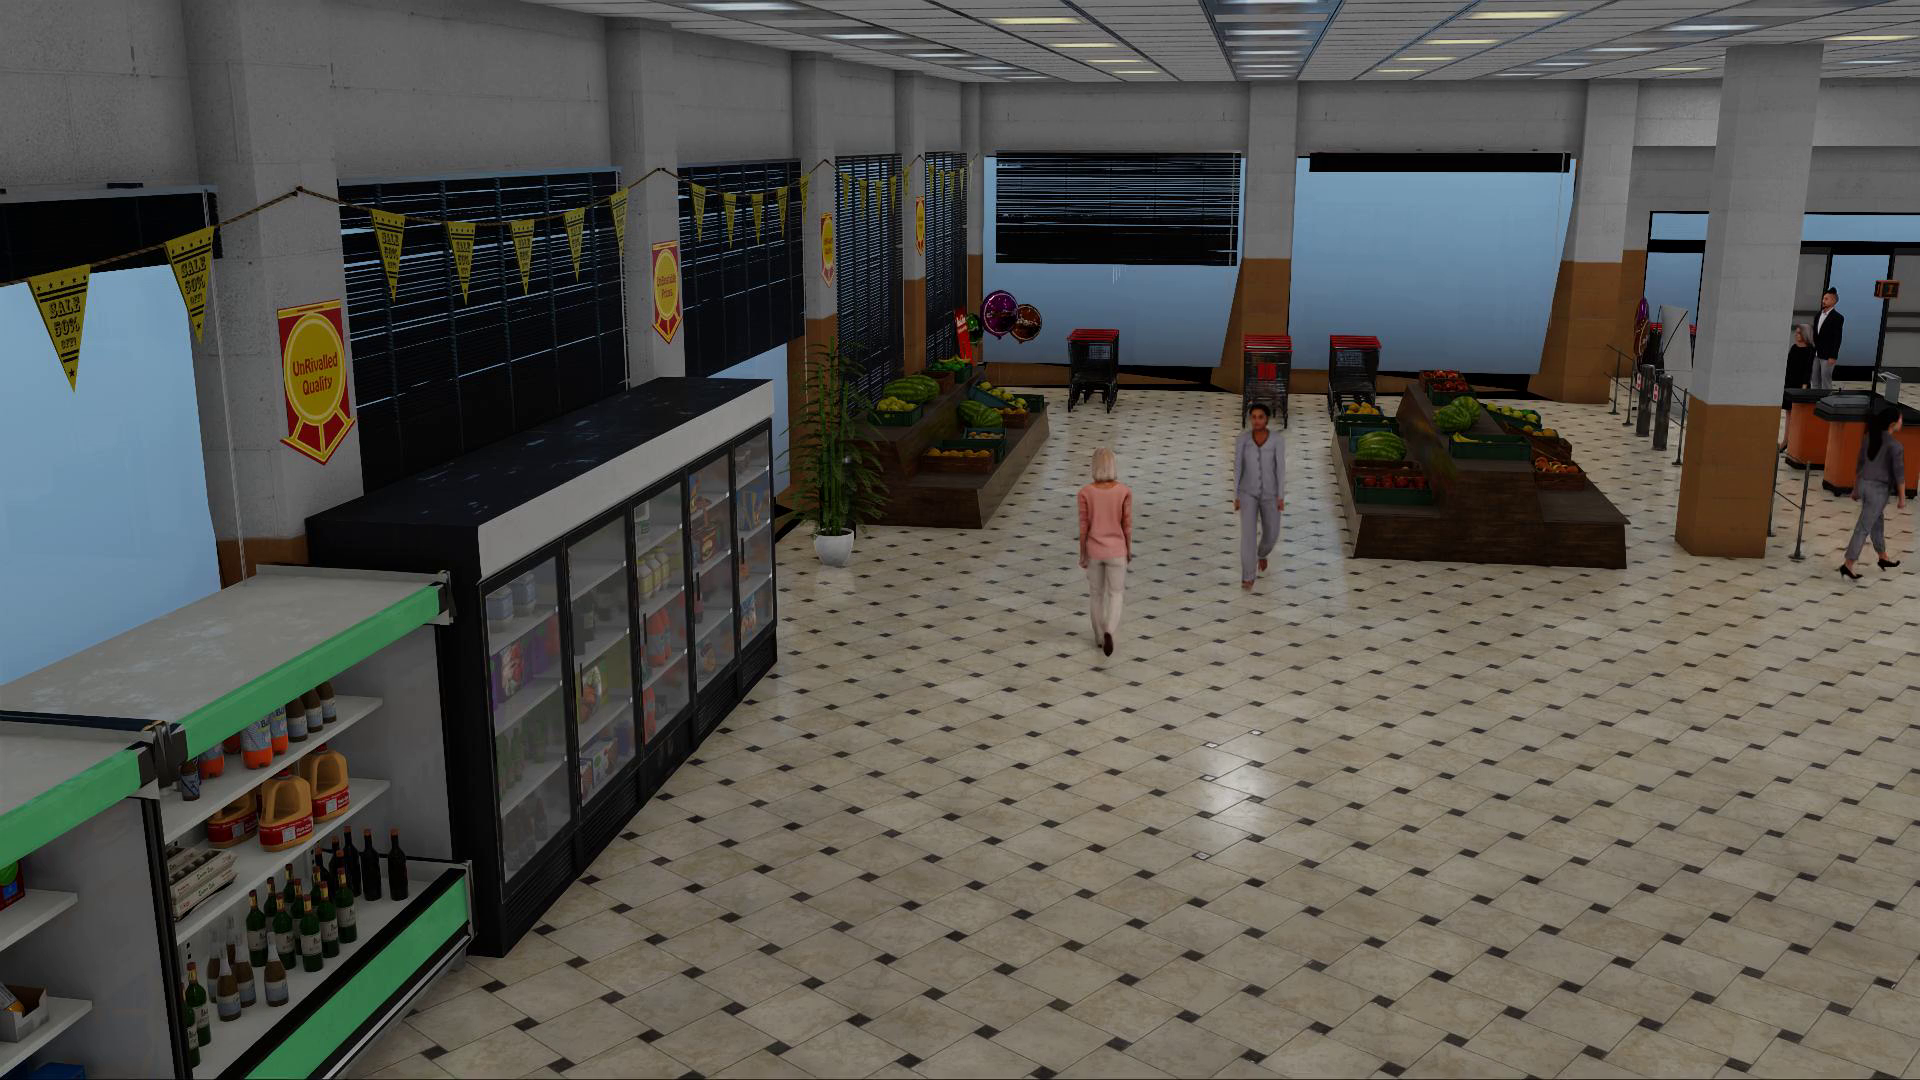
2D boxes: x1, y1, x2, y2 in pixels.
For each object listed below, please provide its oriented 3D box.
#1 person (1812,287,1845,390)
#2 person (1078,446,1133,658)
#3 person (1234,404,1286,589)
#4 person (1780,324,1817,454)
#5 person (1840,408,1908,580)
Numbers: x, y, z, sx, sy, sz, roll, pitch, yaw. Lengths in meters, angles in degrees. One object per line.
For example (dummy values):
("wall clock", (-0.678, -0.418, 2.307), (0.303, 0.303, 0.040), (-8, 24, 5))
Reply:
("person", (13.076, -2.844, 25.139), (0.851, 1.949, 0.683), (-3, 14, -13))
("person", (1.183, 0.110, 13.479), (0.625, 1.704, 1.004), (1, 14, 5))
("person", (2.837, -0.435, 15.705), (0.629, 1.714, 0.960), (3, 14, 12))
("person", (11.113, -2.003, 22.103), (0.738, 1.747, 0.623), (-3, 14, -11))
("person", (8.588, -0.409, 15.758), (0.920, 1.640, 1.023), (-3, 14, -12))
